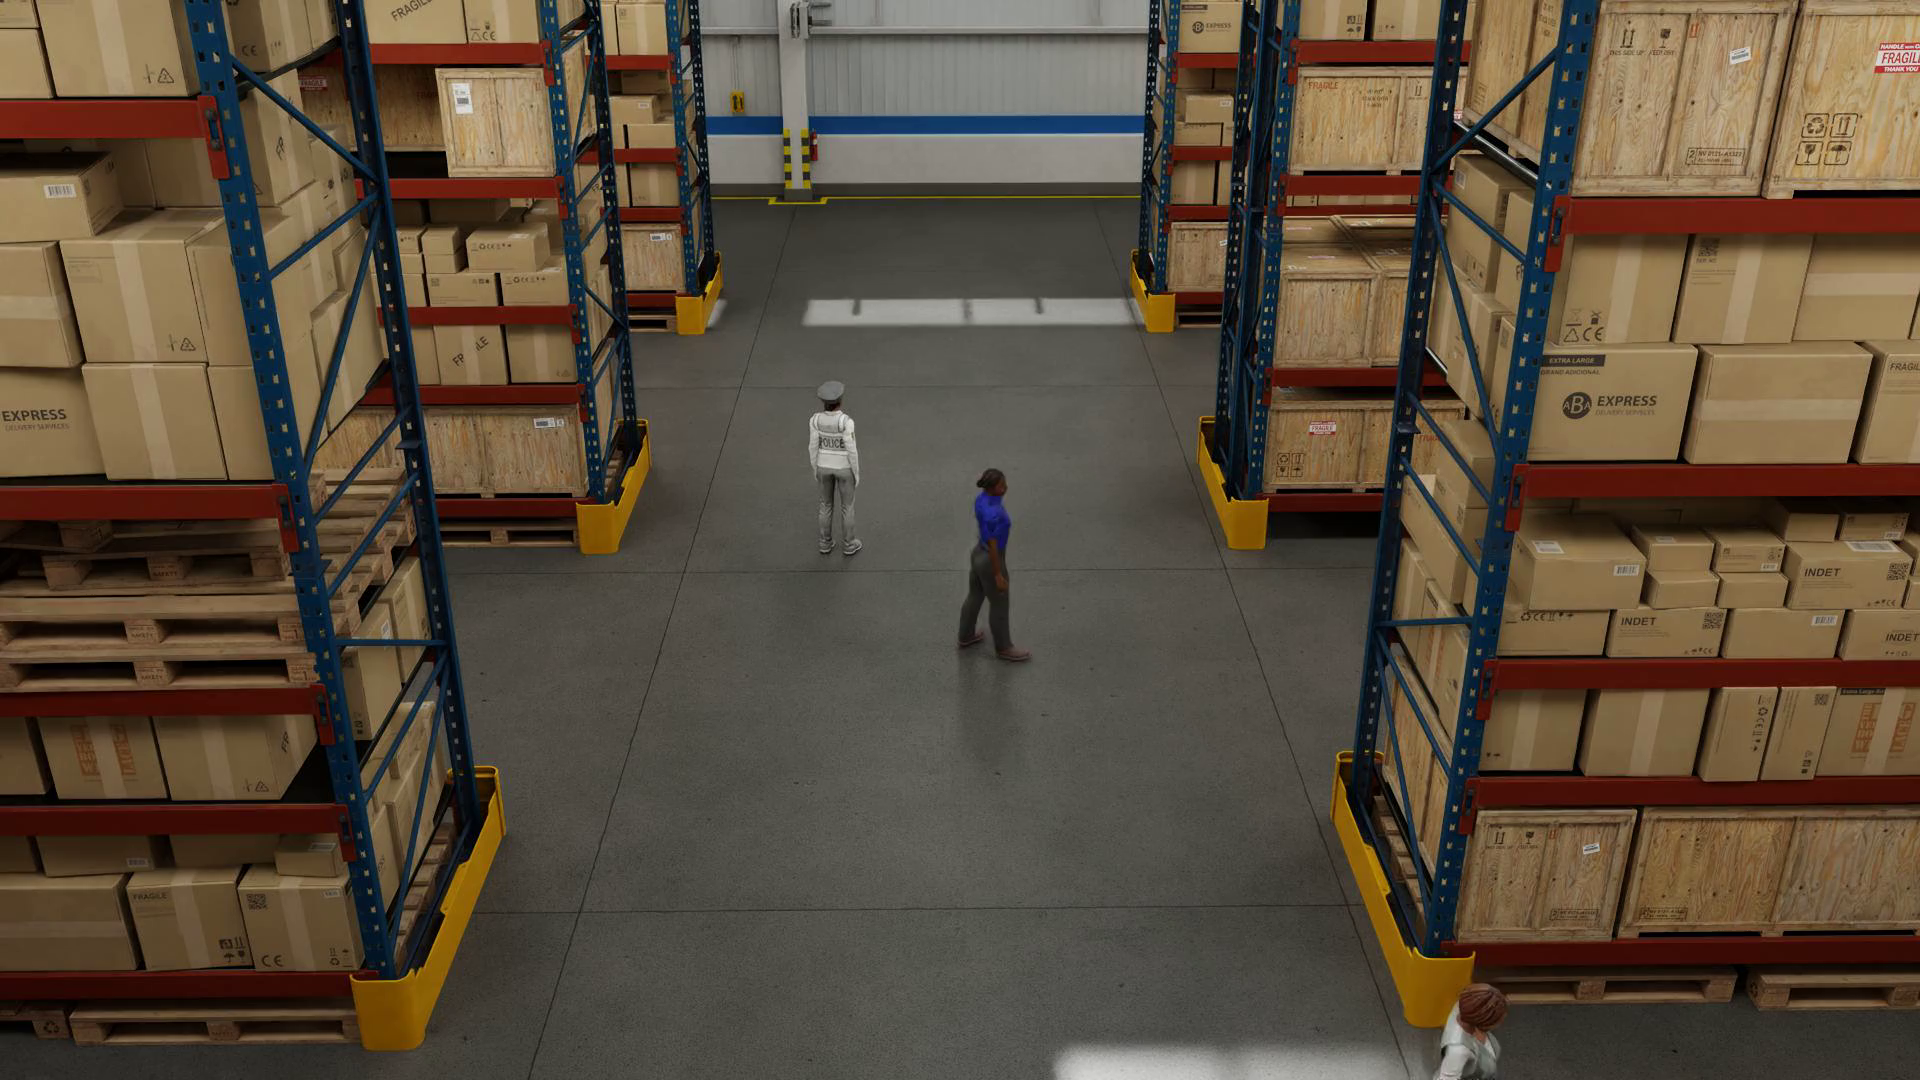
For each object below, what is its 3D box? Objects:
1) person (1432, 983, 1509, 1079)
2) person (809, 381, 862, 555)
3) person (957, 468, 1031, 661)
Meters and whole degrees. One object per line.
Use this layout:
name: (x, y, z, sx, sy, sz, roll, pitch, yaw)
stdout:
person: (2.449, 2.792, 8.082, 0.381, 1.598, 0.456, 12, 28, 24)
person: (-1.145, -0.665, 15.390, 0.465, 1.690, 0.377, 6, 26, 12)
person: (0.280, 0.185, 13.572, 0.557, 1.646, 0.645, -4, 25, -9)
